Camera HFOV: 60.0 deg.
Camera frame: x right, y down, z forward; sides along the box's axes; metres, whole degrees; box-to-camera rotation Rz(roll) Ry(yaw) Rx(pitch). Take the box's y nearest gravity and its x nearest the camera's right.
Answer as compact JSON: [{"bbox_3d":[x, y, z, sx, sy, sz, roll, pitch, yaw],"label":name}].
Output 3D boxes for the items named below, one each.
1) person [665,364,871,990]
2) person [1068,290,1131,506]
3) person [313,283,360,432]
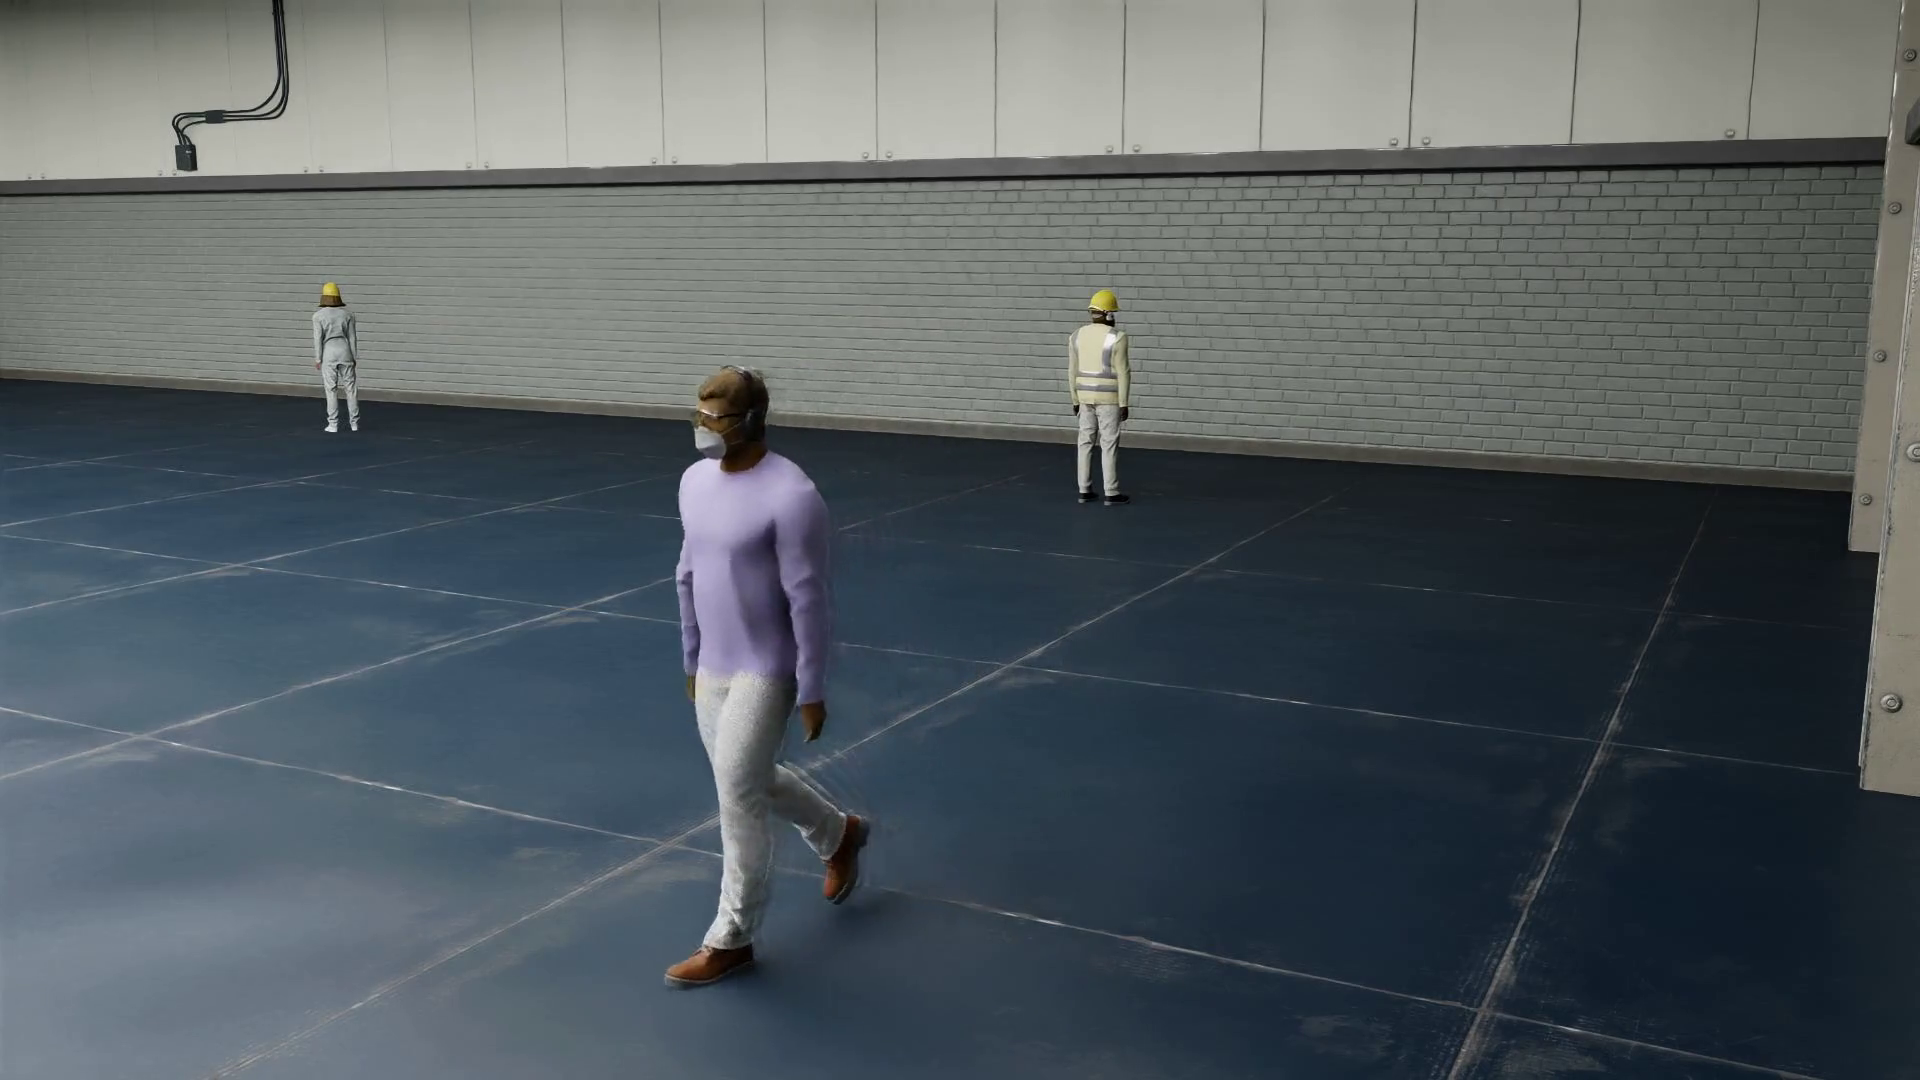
[{"bbox_3d":[-0.593,0.392,5.263,0.831,1.920,0.640,-10,14,-42],"label":"person"},{"bbox_3d":[1.207,-1.214,14.227,0.591,1.834,0.404,8,13,38],"label":"person"},{"bbox_3d":[-7.322,-2.139,19.519,0.483,1.745,0.303,-7,12,-33],"label":"person"}]
